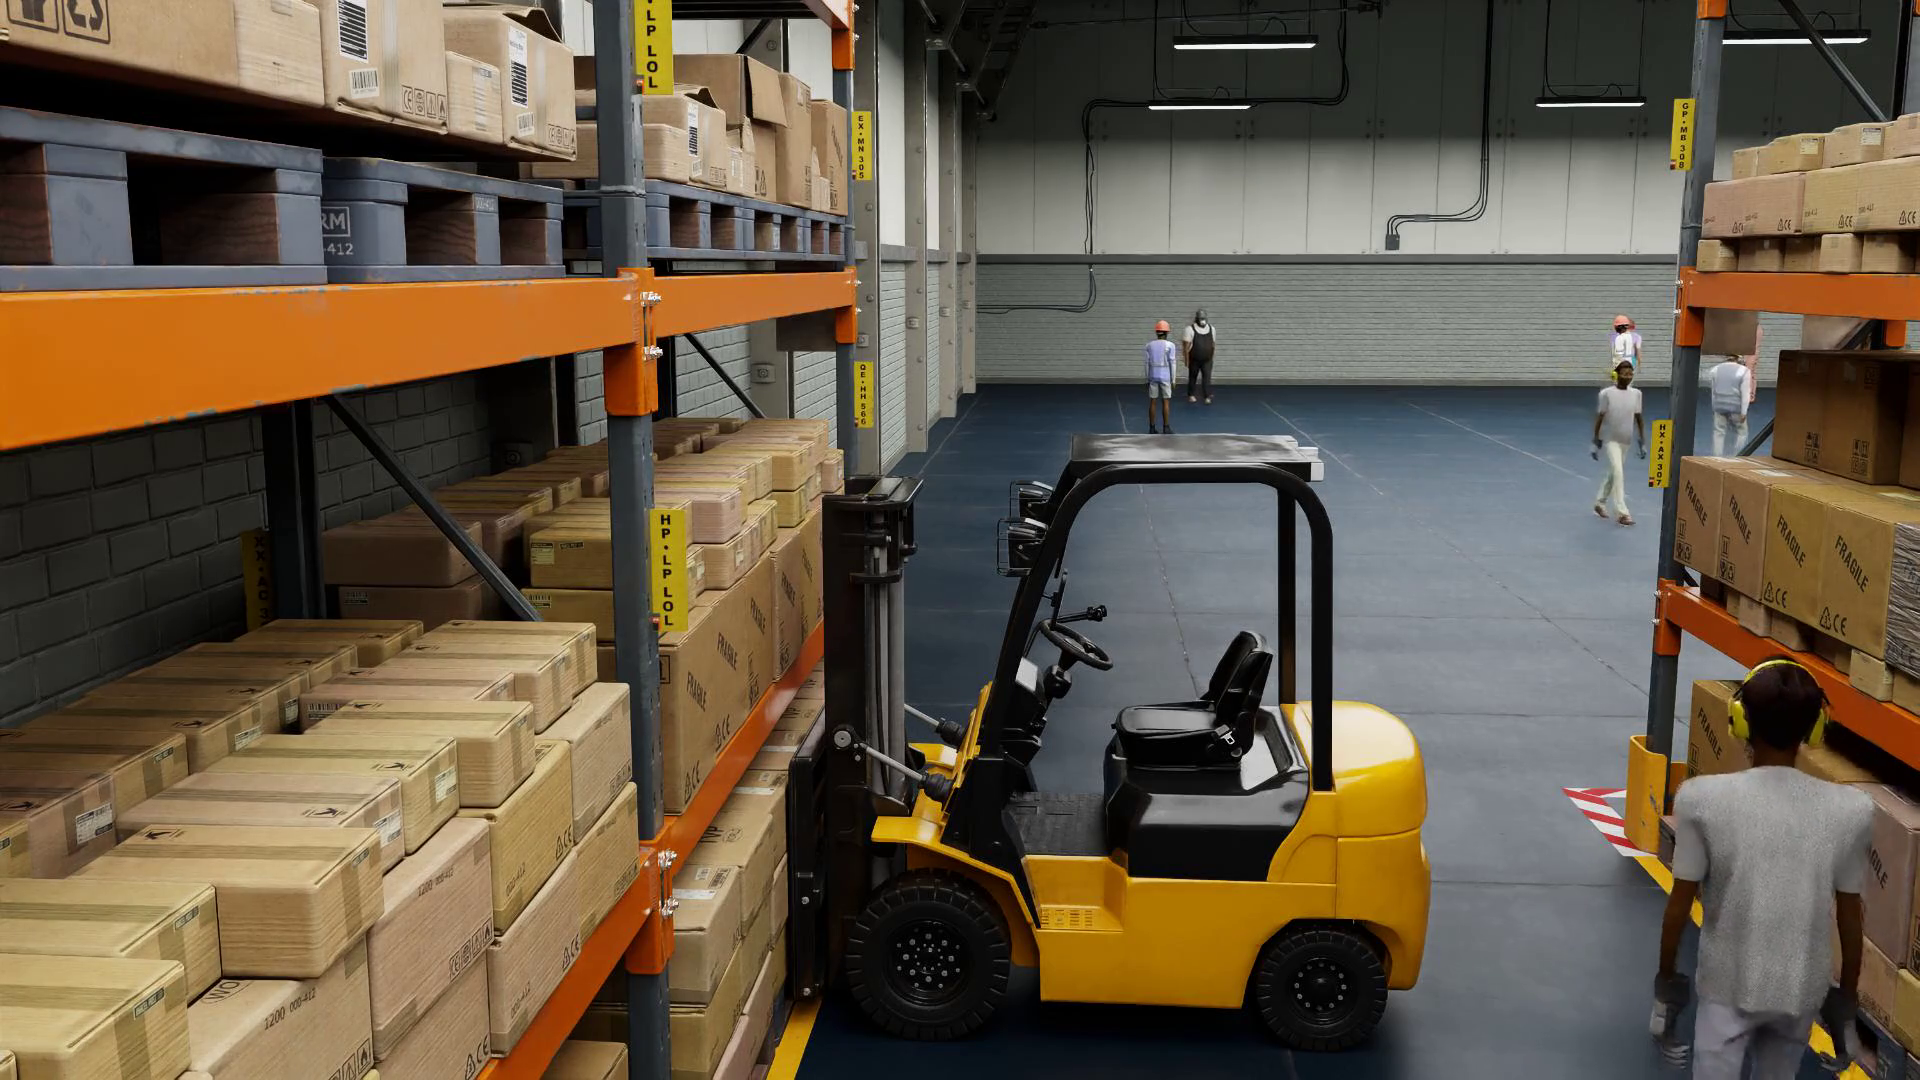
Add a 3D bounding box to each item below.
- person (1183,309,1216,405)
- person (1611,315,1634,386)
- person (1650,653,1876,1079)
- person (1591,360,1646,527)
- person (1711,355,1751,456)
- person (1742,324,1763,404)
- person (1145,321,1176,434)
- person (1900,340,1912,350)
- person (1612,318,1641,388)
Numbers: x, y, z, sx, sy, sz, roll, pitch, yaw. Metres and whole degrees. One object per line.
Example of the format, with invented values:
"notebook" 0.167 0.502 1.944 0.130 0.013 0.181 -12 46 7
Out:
"person" 4.973 -3.859 34.626 0.694 2.000 0.971 -1 9 -8
"person" 12.327 -3.222 31.074 0.355 1.940 0.542 8 13 42
"person" 2.120 1.228 4.392 0.524 1.852 0.735 2 10 13
"person" 7.368 -1.101 18.594 0.538 1.827 0.967 -2 9 -9
"person" 10.680 -1.821 22.967 0.712 1.804 0.609 -7 12 -37
"person" 16.313 -3.760 34.415 0.409 1.913 0.650 9 13 44
"person" 3.405 -2.735 28.137 0.552 1.932 0.377 5 11 29
"person" 12.309 -1.698 21.925 0.634 1.917 0.819 1 9 9
"person" 13.361 -3.550 33.395 0.775 1.823 0.578 -8 13 -41
